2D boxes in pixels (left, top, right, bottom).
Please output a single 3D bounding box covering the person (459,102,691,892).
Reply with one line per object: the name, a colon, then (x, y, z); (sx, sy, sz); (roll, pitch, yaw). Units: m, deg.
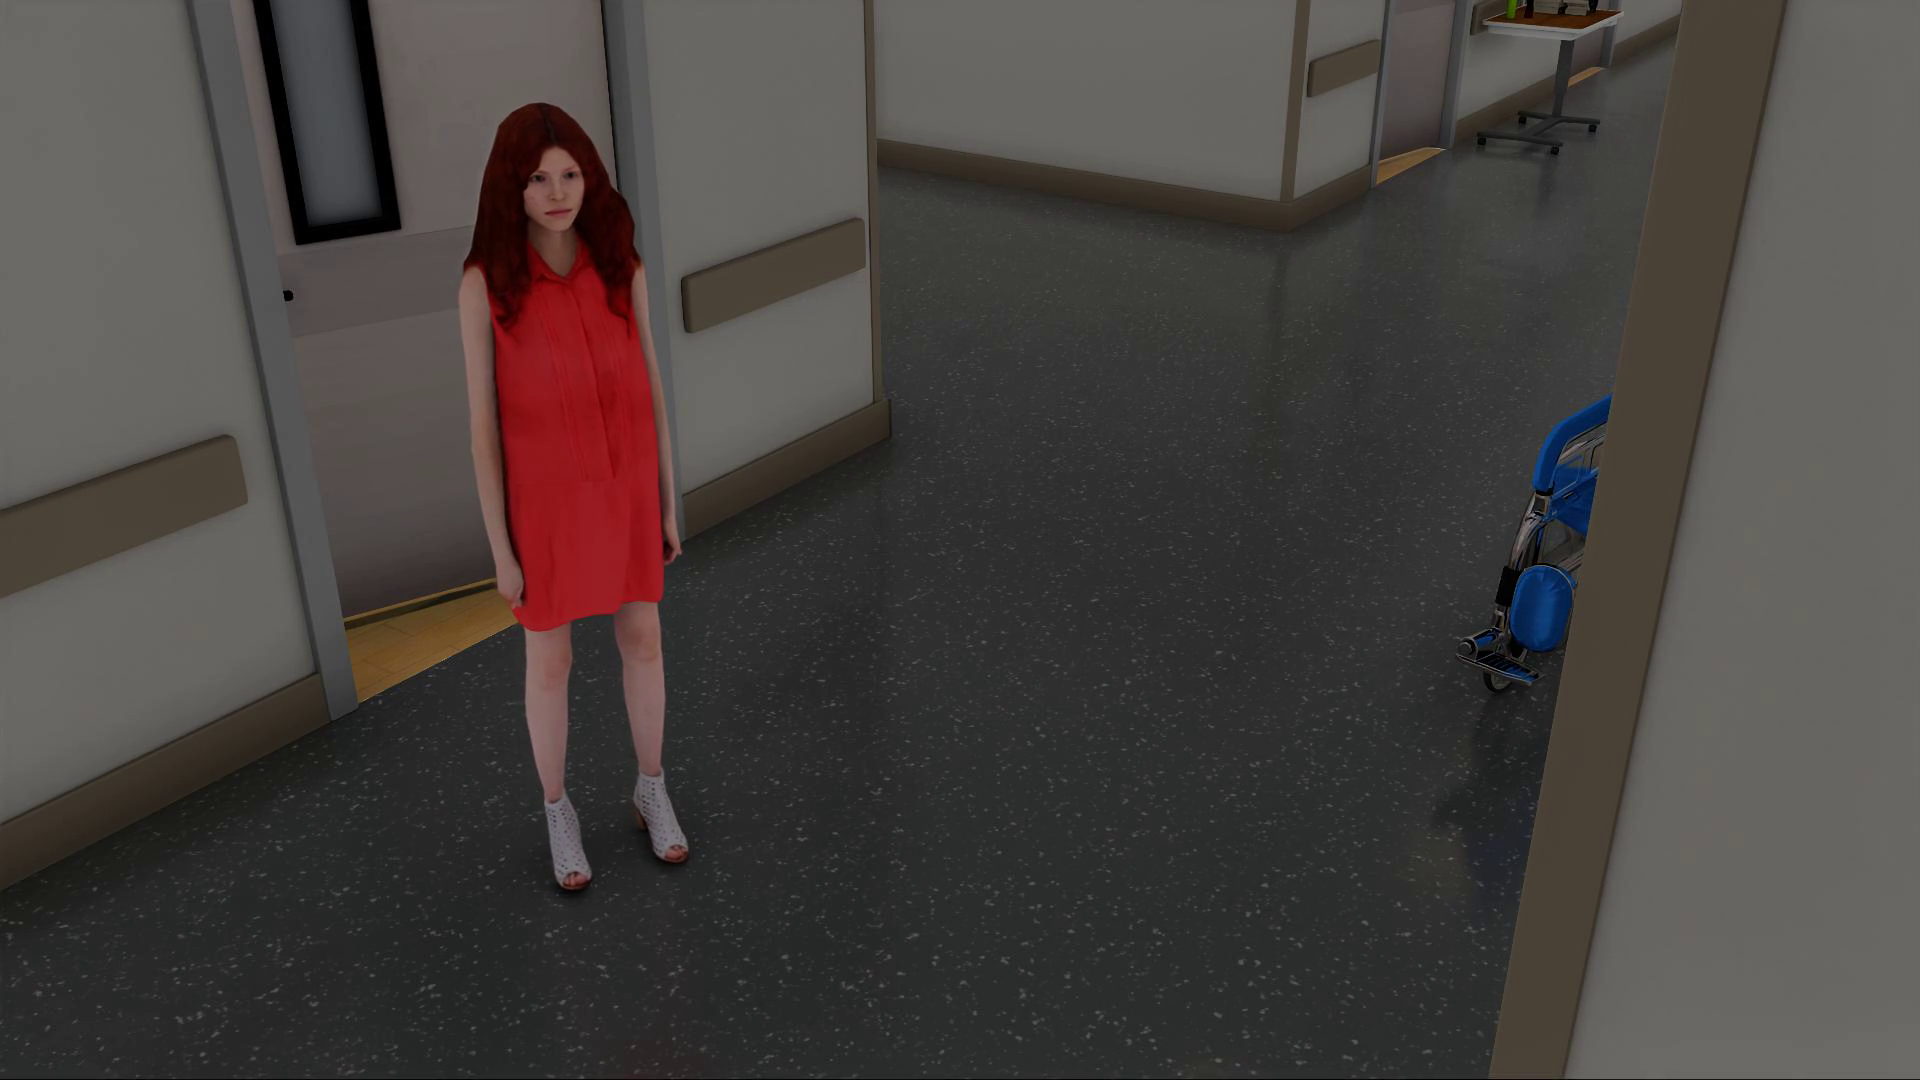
person: (-0.839, -0.050, 3.688); (0.580, 1.823, 0.709); (-15, 30, -29)
